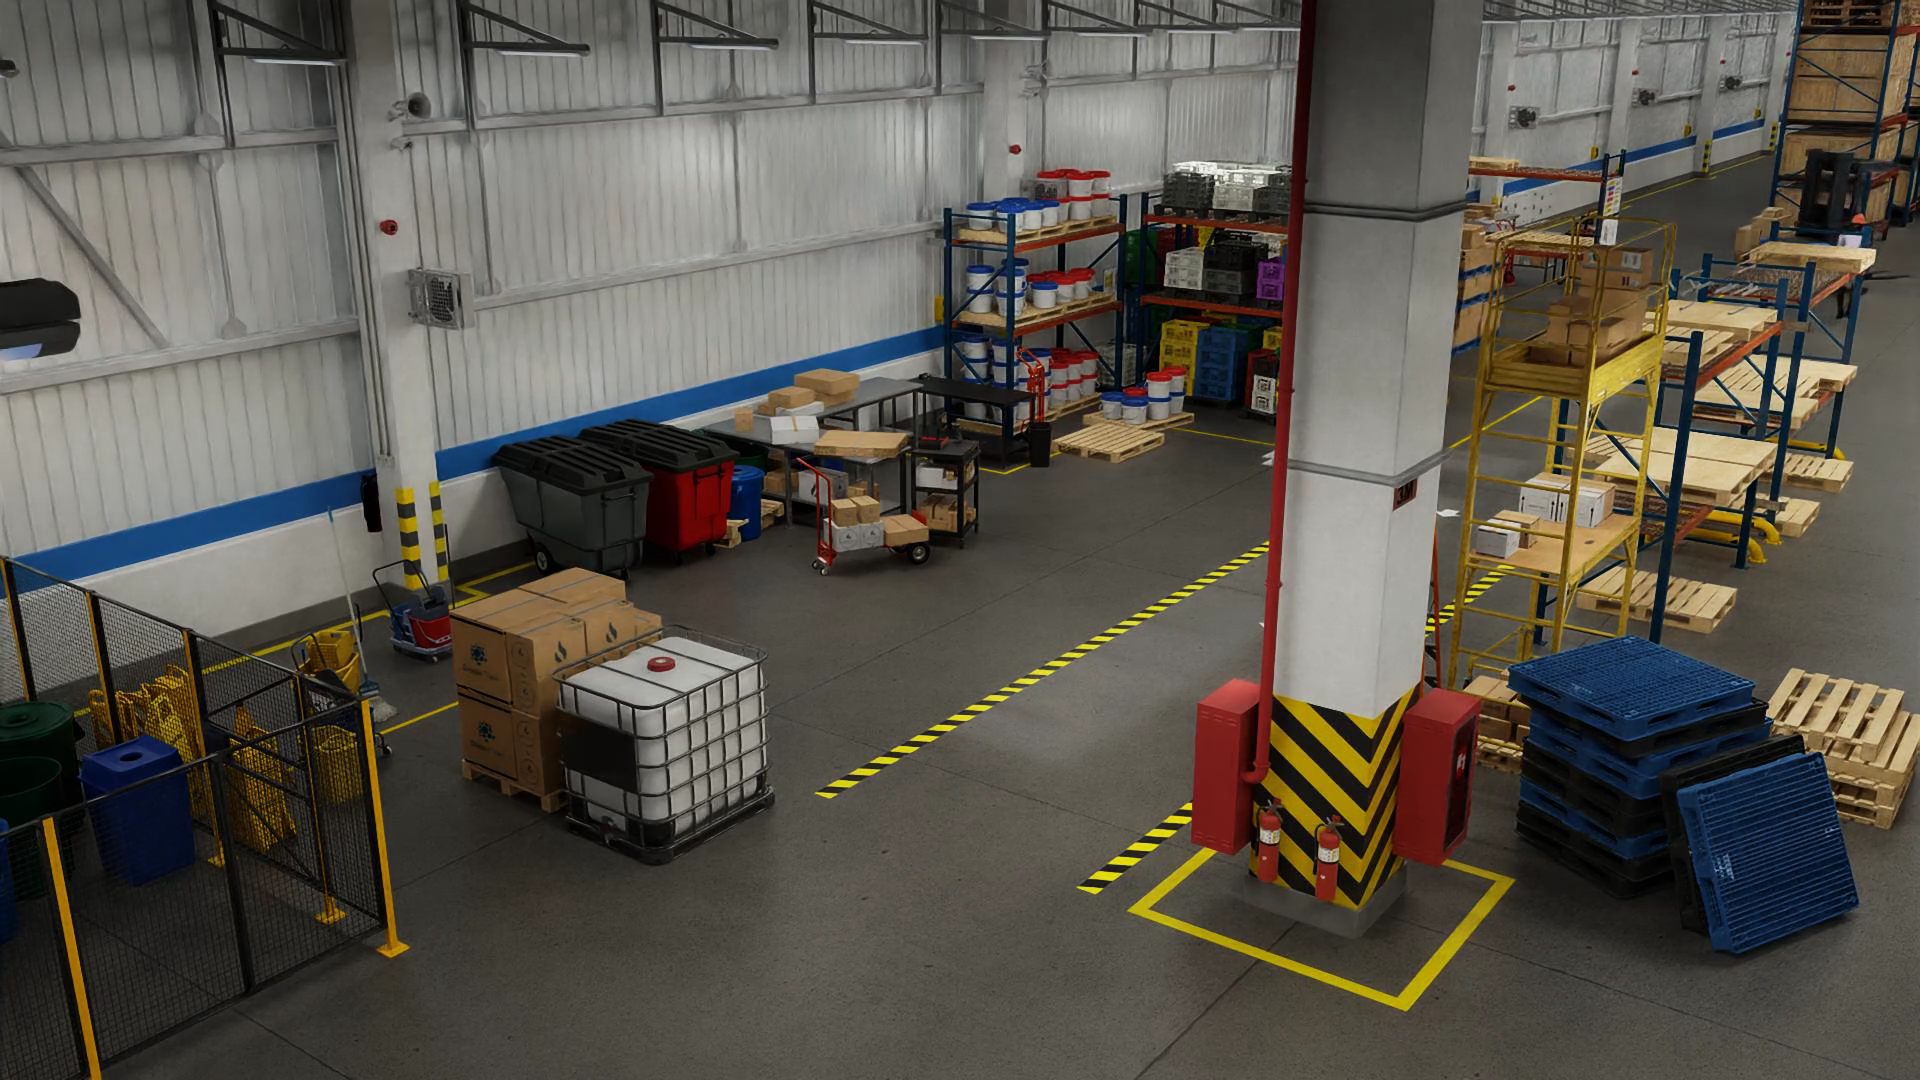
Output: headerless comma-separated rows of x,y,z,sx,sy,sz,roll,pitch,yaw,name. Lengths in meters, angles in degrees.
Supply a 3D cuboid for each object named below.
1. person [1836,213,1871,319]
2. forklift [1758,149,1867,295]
16.362,-5.029,30.548,0.544,1.919,0.575,12,21,32,person
16.921,-6.269,32.807,1.873,2.768,1.129,-5,19,-14,forklift
